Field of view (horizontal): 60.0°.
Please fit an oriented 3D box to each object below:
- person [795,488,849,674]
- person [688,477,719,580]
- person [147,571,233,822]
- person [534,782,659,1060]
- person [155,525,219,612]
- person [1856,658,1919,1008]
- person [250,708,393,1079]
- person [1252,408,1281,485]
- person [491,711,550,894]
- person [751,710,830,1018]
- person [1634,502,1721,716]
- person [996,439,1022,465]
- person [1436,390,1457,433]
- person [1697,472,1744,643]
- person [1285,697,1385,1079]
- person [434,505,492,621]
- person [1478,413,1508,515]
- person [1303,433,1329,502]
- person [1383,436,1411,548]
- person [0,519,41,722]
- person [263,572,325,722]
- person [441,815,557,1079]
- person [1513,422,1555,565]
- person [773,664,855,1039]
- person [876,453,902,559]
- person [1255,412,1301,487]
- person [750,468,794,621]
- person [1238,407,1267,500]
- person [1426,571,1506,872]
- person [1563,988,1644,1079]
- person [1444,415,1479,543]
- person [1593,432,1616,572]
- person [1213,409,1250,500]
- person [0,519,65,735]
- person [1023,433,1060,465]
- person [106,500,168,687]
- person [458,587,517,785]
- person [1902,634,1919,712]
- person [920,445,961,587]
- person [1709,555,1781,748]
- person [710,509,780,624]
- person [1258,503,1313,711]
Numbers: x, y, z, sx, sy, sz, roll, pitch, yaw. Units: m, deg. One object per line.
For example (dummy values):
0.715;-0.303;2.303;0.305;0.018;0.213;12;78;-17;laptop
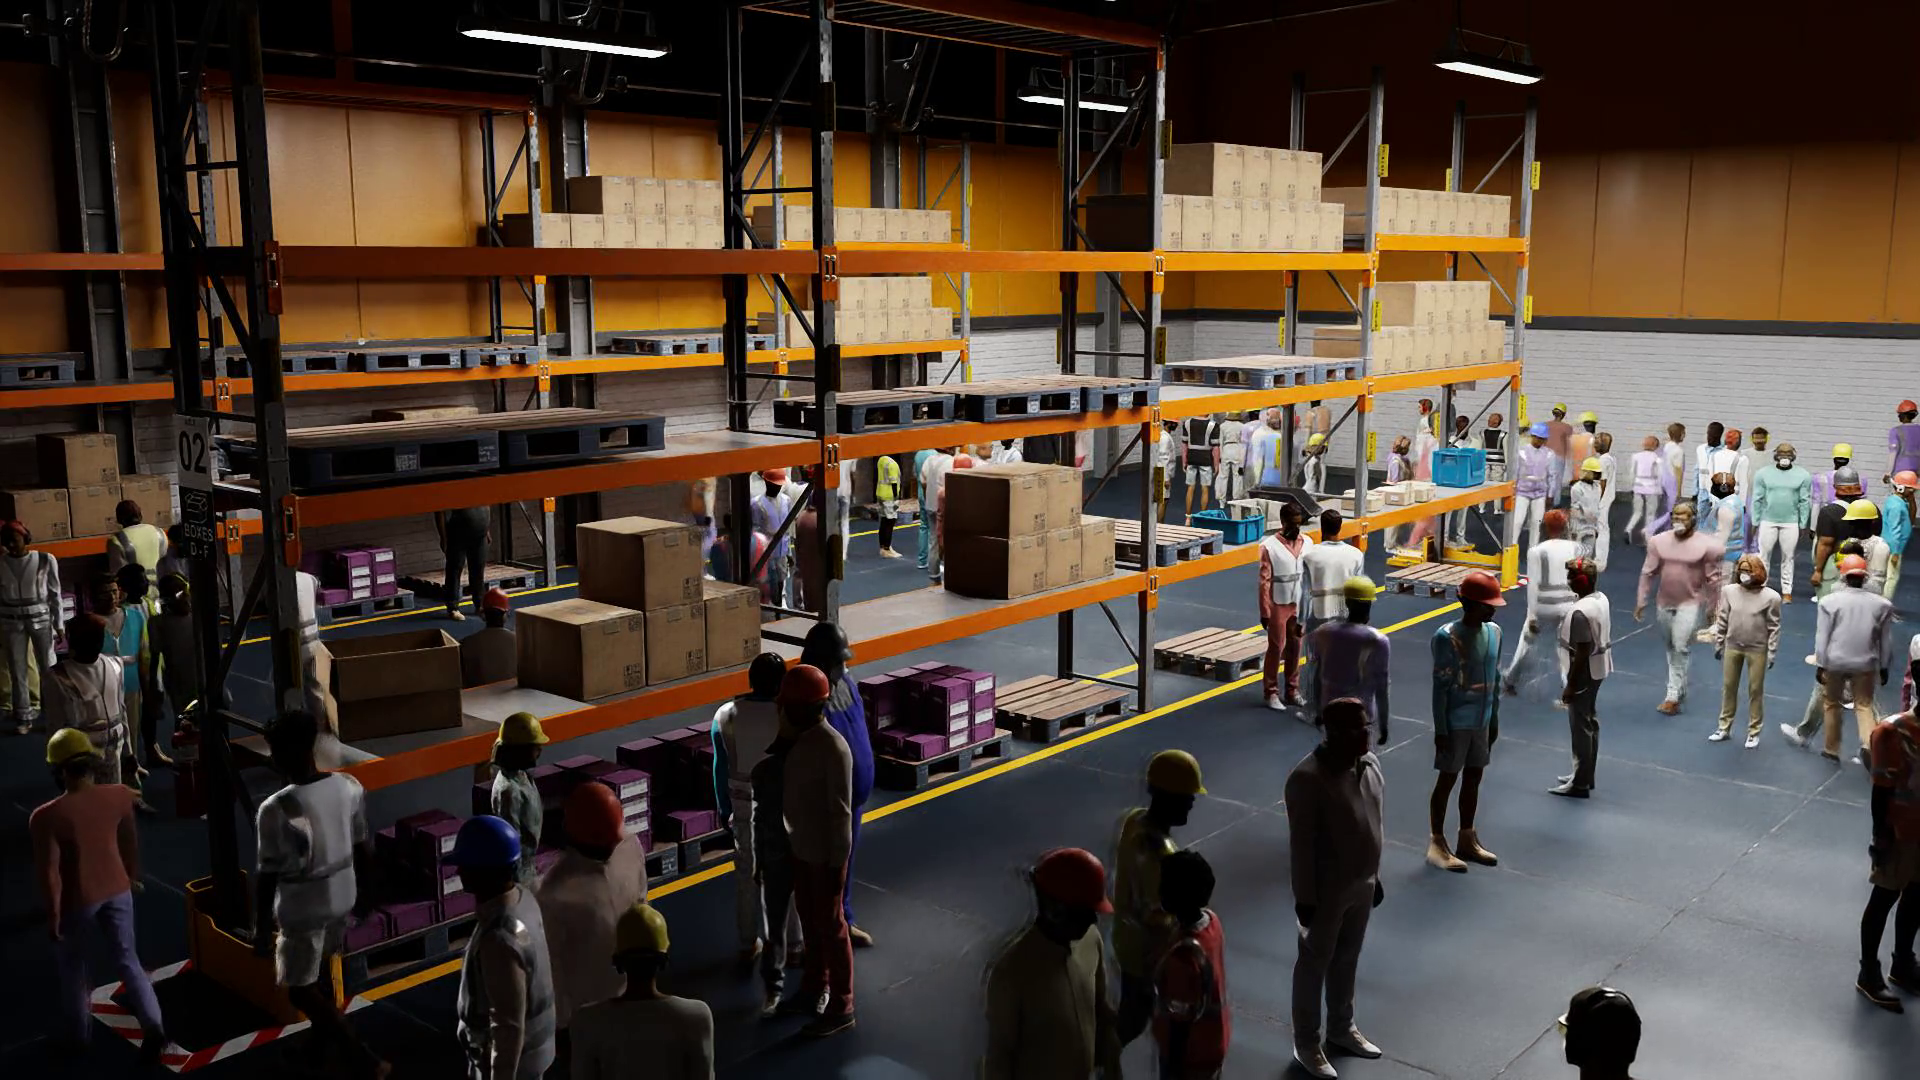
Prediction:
-1.363;0.379;16.441;0.399;1.902;0.642;-6;11;-32;person
-3.250;-0.390;21.042;0.573;1.896;0.613;-5;11;-27;person
-5.740;1.102;12.401;0.553;1.825;0.944;-4;10;-23;person
-1.562;1.919;7.109;0.649;1.944;0.669;6;11;32;person
-7.190;0.659;15.528;0.528;1.636;0.889;-6;11;-32;person
5.234;1.573;9.115;0.609;1.964;0.367;-3;10;-19;person
-3.068;1.764;8.056;0.856;1.935;0.660;4;10;22;person
4.664;-1.034;24.902;0.653;1.899;0.398;-6;11;-32;person
-2.298;1.749;8.764;0.323;1.737;0.486;-1;10;-8;person
-0.875;1.721;8.933;0.487;1.738;0.320;0;10;-1;person
6.427;0.616;15.009;0.893;1.900;0.645;-9;13;-42;person
0.682;-0.770;23.910;0.316;1.696;0.540;-6;11;-33;person
8.411;-1.712;28.854;0.367;1.932;0.623;6;11;33;person
8.145;0.181;17.816;0.430;1.838;0.624;5;11;28;person
1.918;1.725;8.376;0.642;1.913;0.409;-8;12;-39;person
-5.607;-0.102;18.892;0.537;2.000;0.683;8;13;41;person
8.577;-1.220;26.767;0.524;1.639;0.308;7;12;38;person
4.843;-0.599;22.797;0.368;1.735;0.486;3;10;15;person
6.167;-0.659;23.440;0.321;1.631;0.528;-3;10;-16;person
-8.415;0.704;14.706;0.567;1.838;0.386;-1;10;-5;person
-5.339;0.909;13.399;0.497;1.854;0.621;3;10;17;person
-1.785;2.016;6.524;0.405;1.948;0.605;-2;10;-9;person
7.667;-0.626;22.337;0.617;1.934;0.425;0;10;-2;person
-0.781;1.620;8.788;0.409;1.986;0.621;-6;11;-31;person
-0.973;-0.581;22.812;0.319;1.686;0.541;-4;10;-24;person
4.462;-0.791;23.173;0.691;1.985;0.670;-6;11;-34;person
-1.993;0.139;17.791;0.368;1.929;0.542;9;13;42;person
4.577;-1.217;25.938;0.596;1.912;0.399;-6;11;-34;person
3.413;1.204;11.127;0.606;2.035;0.405;-6;11;-30;person
1.898;2.276;5.000;0.628;1.939;0.375;-4;10;-22;person
7.046;-0.819;23.569;0.586;1.912;0.382;-2;10;-12;person
8.427;-0.505;21.885;0.345;1.845;0.508;5;11;29;person
4.690;-1.713;28.511;0.685;2.000;0.538;4;10;22;person
-8.045;0.746;14.328;0.585;1.877;0.361;-3;10;-18;person
1.276;-1.191;25.558;0.608;1.986;0.391;4;10;21;person
-7.780;0.531;15.728;0.430;1.839;0.619;4;10;24;person
-3.321;1.205;11.978;0.570;1.743;0.353;-2;10;-12;person
6.797;1.246;11.510;0.405;1.824;0.586;-6;11;-32;person
-0.144;-0.368;20.485;0.536;2.000;0.683;-8;12;-40;person
6.598;0.927;13.962;0.270;1.632;0.504;-9;13;-42;person
-1.954;0.594;15.494;0.744;1.810;0.430;-8;12;-40;person
2.953;0.600;15.116;0.598;1.907;0.408;-6;11;-30;person
